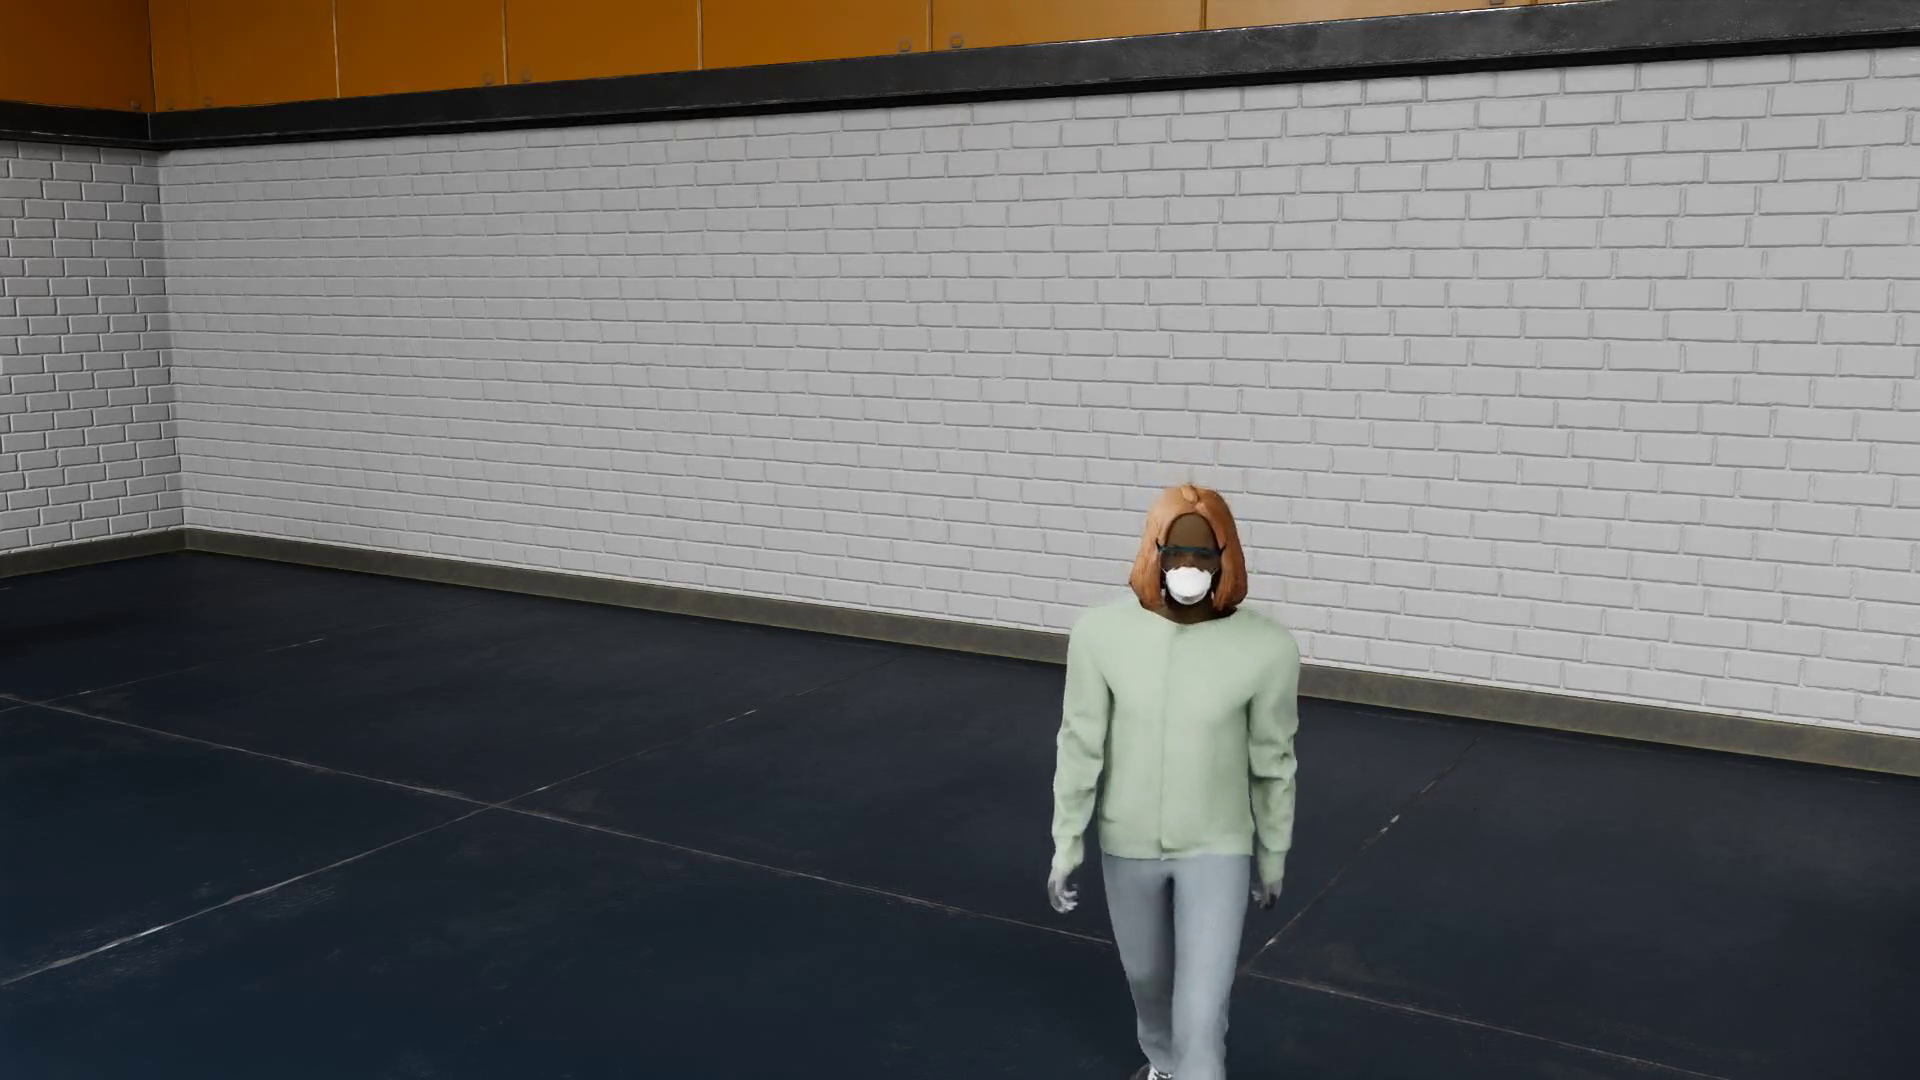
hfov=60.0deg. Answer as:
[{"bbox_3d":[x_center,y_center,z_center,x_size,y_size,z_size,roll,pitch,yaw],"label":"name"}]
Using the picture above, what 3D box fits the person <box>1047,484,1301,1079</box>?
[{"bbox_3d":[0.473,0.657,3.619,0.500,1.592,0.852,3,10,17],"label":"person"}]
